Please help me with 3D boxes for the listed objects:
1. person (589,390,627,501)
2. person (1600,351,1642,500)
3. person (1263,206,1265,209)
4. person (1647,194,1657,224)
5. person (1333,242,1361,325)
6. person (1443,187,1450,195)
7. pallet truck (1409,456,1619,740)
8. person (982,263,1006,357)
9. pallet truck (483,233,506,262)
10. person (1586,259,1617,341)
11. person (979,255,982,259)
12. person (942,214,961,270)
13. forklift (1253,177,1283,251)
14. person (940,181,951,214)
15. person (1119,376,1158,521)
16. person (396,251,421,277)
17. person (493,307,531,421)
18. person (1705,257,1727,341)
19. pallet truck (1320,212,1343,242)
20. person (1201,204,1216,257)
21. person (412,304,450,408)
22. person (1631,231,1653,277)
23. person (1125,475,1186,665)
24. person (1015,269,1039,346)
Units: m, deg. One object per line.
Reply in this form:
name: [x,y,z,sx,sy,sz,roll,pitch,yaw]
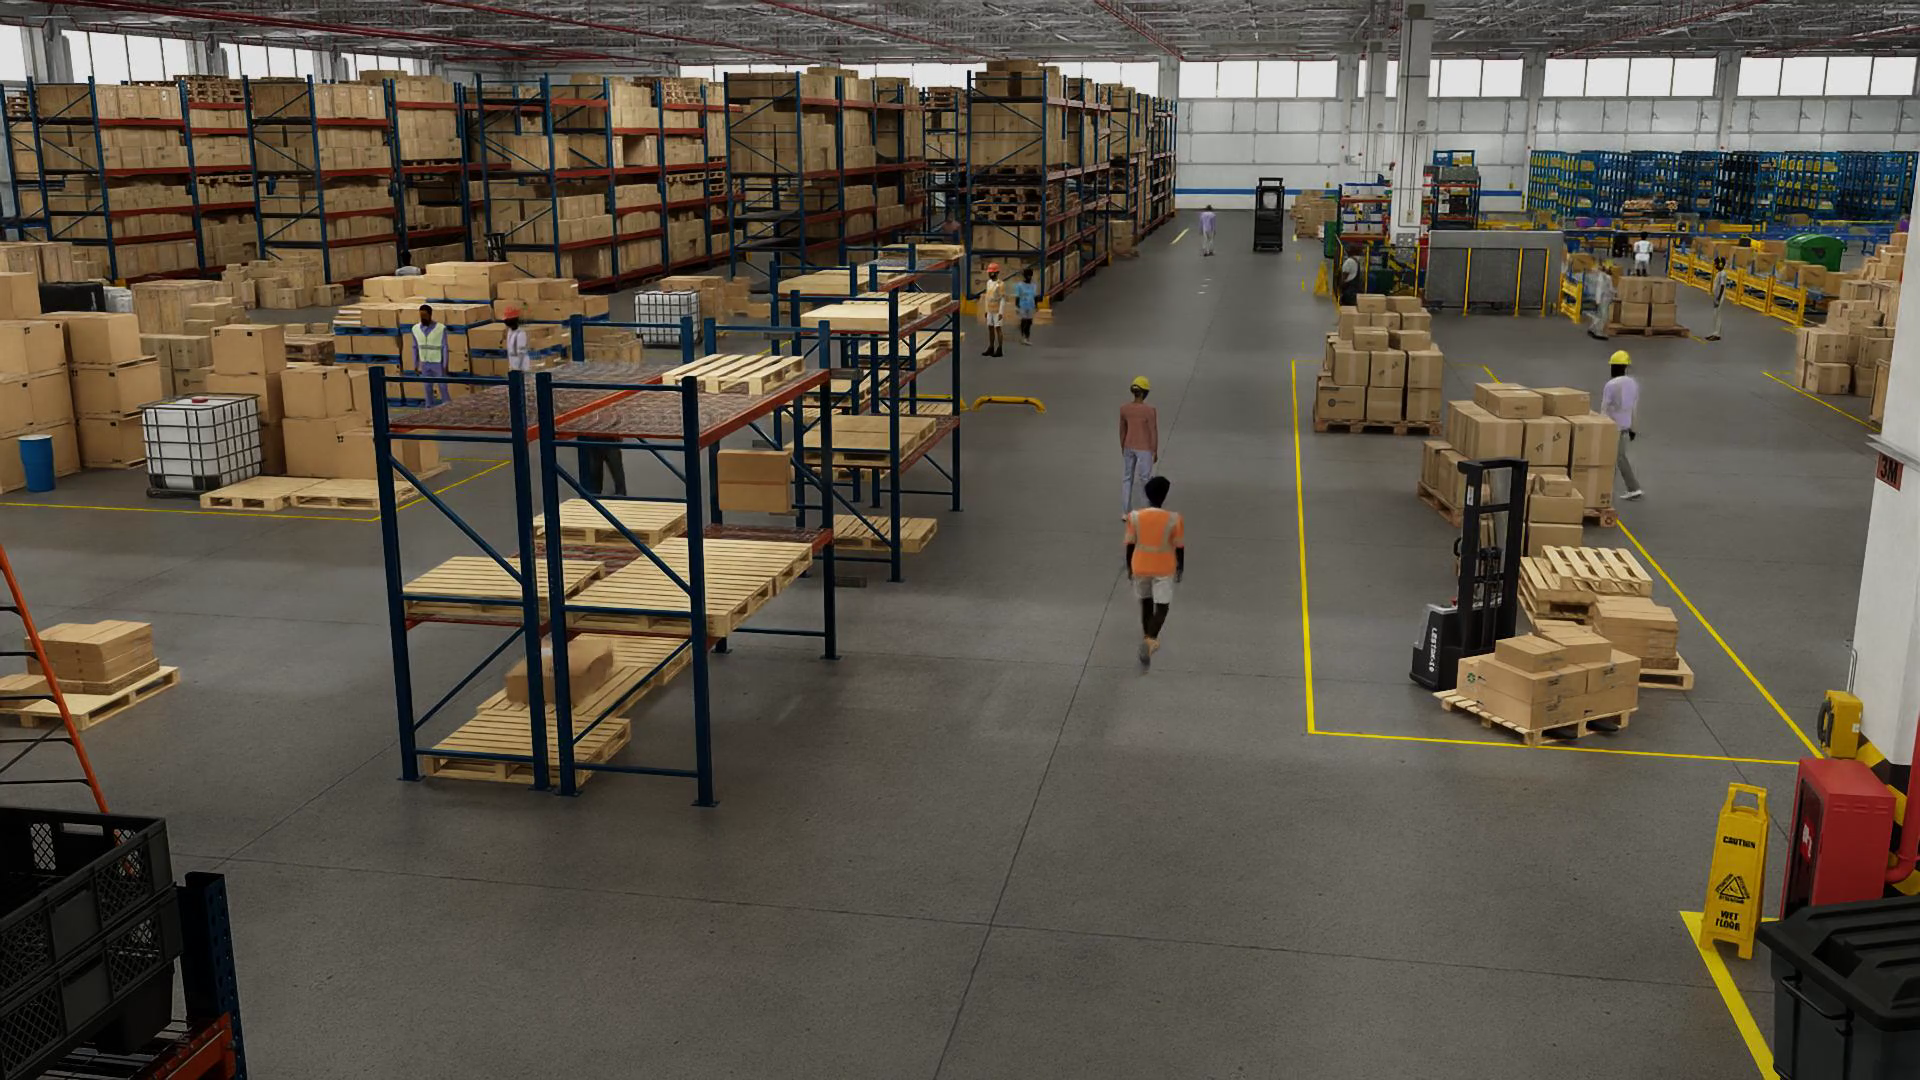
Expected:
person: [-4.119,-0.999,19.471,0.512,1.813,0.869,-8,16,-30]
person: [8.411,-1.476,21.261,0.597,1.887,0.961,-10,17,-34]
person: [12.348,-12.909,68.240,0.526,1.589,0.818,9,16,33]
person: [30.216,-14.095,72.485,0.584,1.889,0.647,4,14,16]
person: [9.354,-6.115,39.757,0.798,2.000,0.685,8,16,29]
person: [23.522,-16.151,80.595,0.376,1.997,0.612,-9,17,-33]
pallet truck: [4.504,0.400,13.395,0.823,1.965,1.885,-6,15,-23]
person: [0.700,-4.764,34.486,0.354,1.939,0.544,-11,18,-38]
pallet truck: [-11.832,-7.026,43.548,1.885,1.965,0.823,8,16,28]
person: [14.390,-5.384,37.274,0.571,1.803,0.606,8,16,28]
person: [0.839,-9.279,53.314,0.536,1.696,0.318,-8,16,-28]
person: [-0.288,-10.125,56.435,0.643,1.863,0.981,1,14,4]
forklift: [12.083,-12.747,64.956,1.129,2.768,1.873,3,14,10]
person: [-0.842,-19.169,93.108,0.608,1.872,0.984,-10,17,-35]
person: [2.142,-1.078,19.879,0.524,1.768,0.312,10,17,36]
person: [-12.396,-5.507,37.443,0.367,1.966,0.606,12,19,41]
person: [-7.078,-2.704,26.207,0.949,1.891,0.574,-11,17,-37]
person: [16.920,-5.383,37.155,0.329,1.865,0.514,5,15,19]
pallet truck: [15.874,-13.227,70.310,0.680,1.201,1.601,10,17,35]
person: [9.289,-11.524,61.965,0.665,1.917,0.631,12,18,40]
person: [-8.504,-2.843,26.772,0.606,1.905,0.408,2,14,6]
person: [20.374,-8.382,49.726,0.564,1.661,0.798,3,14,12]
person: [1.688,0.270,14.599,0.538,1.674,0.707,6,15,22]
person: [1.471,-5.069,36.228,0.548,1.681,0.439,-7,15,-26]
